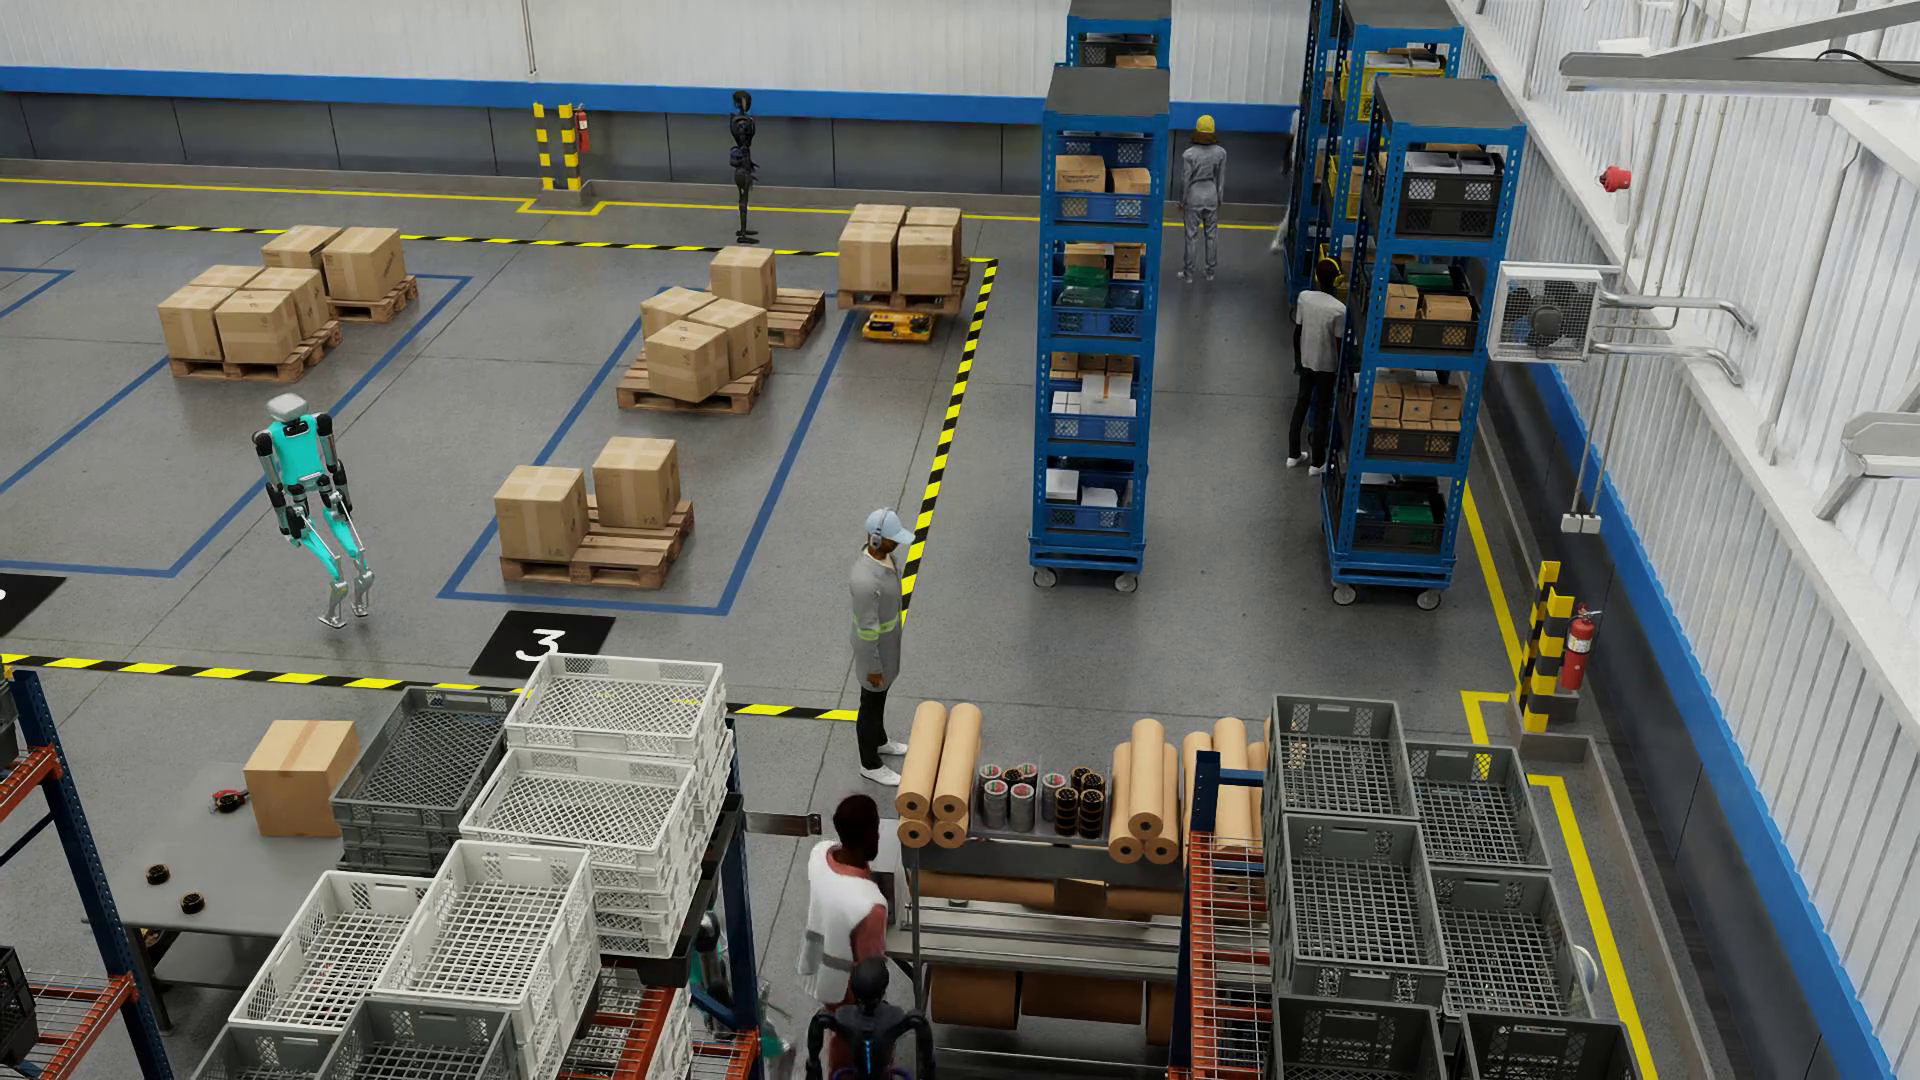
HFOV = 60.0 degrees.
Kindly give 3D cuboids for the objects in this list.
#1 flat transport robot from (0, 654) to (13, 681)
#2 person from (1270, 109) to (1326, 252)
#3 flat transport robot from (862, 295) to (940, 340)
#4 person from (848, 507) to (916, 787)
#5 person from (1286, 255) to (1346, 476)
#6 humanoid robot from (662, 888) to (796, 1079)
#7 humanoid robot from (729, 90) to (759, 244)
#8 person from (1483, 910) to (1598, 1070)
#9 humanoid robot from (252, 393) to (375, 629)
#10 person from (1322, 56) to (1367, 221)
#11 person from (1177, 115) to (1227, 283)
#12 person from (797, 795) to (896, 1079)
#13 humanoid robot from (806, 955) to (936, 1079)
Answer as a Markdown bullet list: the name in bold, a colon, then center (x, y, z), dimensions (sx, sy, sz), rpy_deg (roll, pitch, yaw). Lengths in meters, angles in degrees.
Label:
- **flat transport robot**: center (-7.142, 0.969, 11.010), dimensions (1.431, 0.231, 0.659), rpy_deg (3, 30, 6)
- **person**: center (3.766, -4.057, 18.114), dimensions (0.965, 1.829, 0.514), rpy_deg (-19, 35, -29)
- **flat transport robot**: center (-0.550, -2.388, 16.747), dimensions (0.652, 0.197, 1.431), rpy_deg (3, 30, 6)
- **person**: center (-0.458, 0.625, 10.031), dimensions (0.394, 1.848, 0.587), rpy_deg (5, 31, 8)
- **person**: center (2.924, -1.414, 13.507), dimensions (0.329, 1.876, 0.509), rpy_deg (-25, 39, -36)
- **humanoid robot**: center (-0.990, 2.069, 7.685), dimensions (0.739, 1.814, 0.531), rpy_deg (-17, 34, -27)
- **humanoid robot**: center (-2.377, -4.135, 18.364), dimensions (0.315, 1.655, 0.599), rpy_deg (-2, 30, -4)
- **person**: center (2.360, 2.274, 7.205), dimensions (0.626, 1.844, 0.429), rpy_deg (-16, 34, -26)
- **humanoid robot**: center (-4.313, -0.139, 11.315), dimensions (0.533, 1.680, 0.735), rpy_deg (-25, 39, -36)
- **person**: center (4.274, -4.351, 18.395), dimensions (0.386, 2.033, 0.604), rpy_deg (-20, 36, -31)
- **person**: center (2.499, -3.545, 17.295), dimensions (0.488, 1.742, 0.320), rpy_deg (-6, 31, -11)
- **person**: center (-0.502, 2.008, 7.624), dimensions (0.441, 1.895, 0.653), rpy_deg (-16, 34, -25)
- **humanoid robot**: center (-0.390, 2.411, 7.130), dimensions (0.601, 1.659, 0.342), rpy_deg (0, 30, 0)
